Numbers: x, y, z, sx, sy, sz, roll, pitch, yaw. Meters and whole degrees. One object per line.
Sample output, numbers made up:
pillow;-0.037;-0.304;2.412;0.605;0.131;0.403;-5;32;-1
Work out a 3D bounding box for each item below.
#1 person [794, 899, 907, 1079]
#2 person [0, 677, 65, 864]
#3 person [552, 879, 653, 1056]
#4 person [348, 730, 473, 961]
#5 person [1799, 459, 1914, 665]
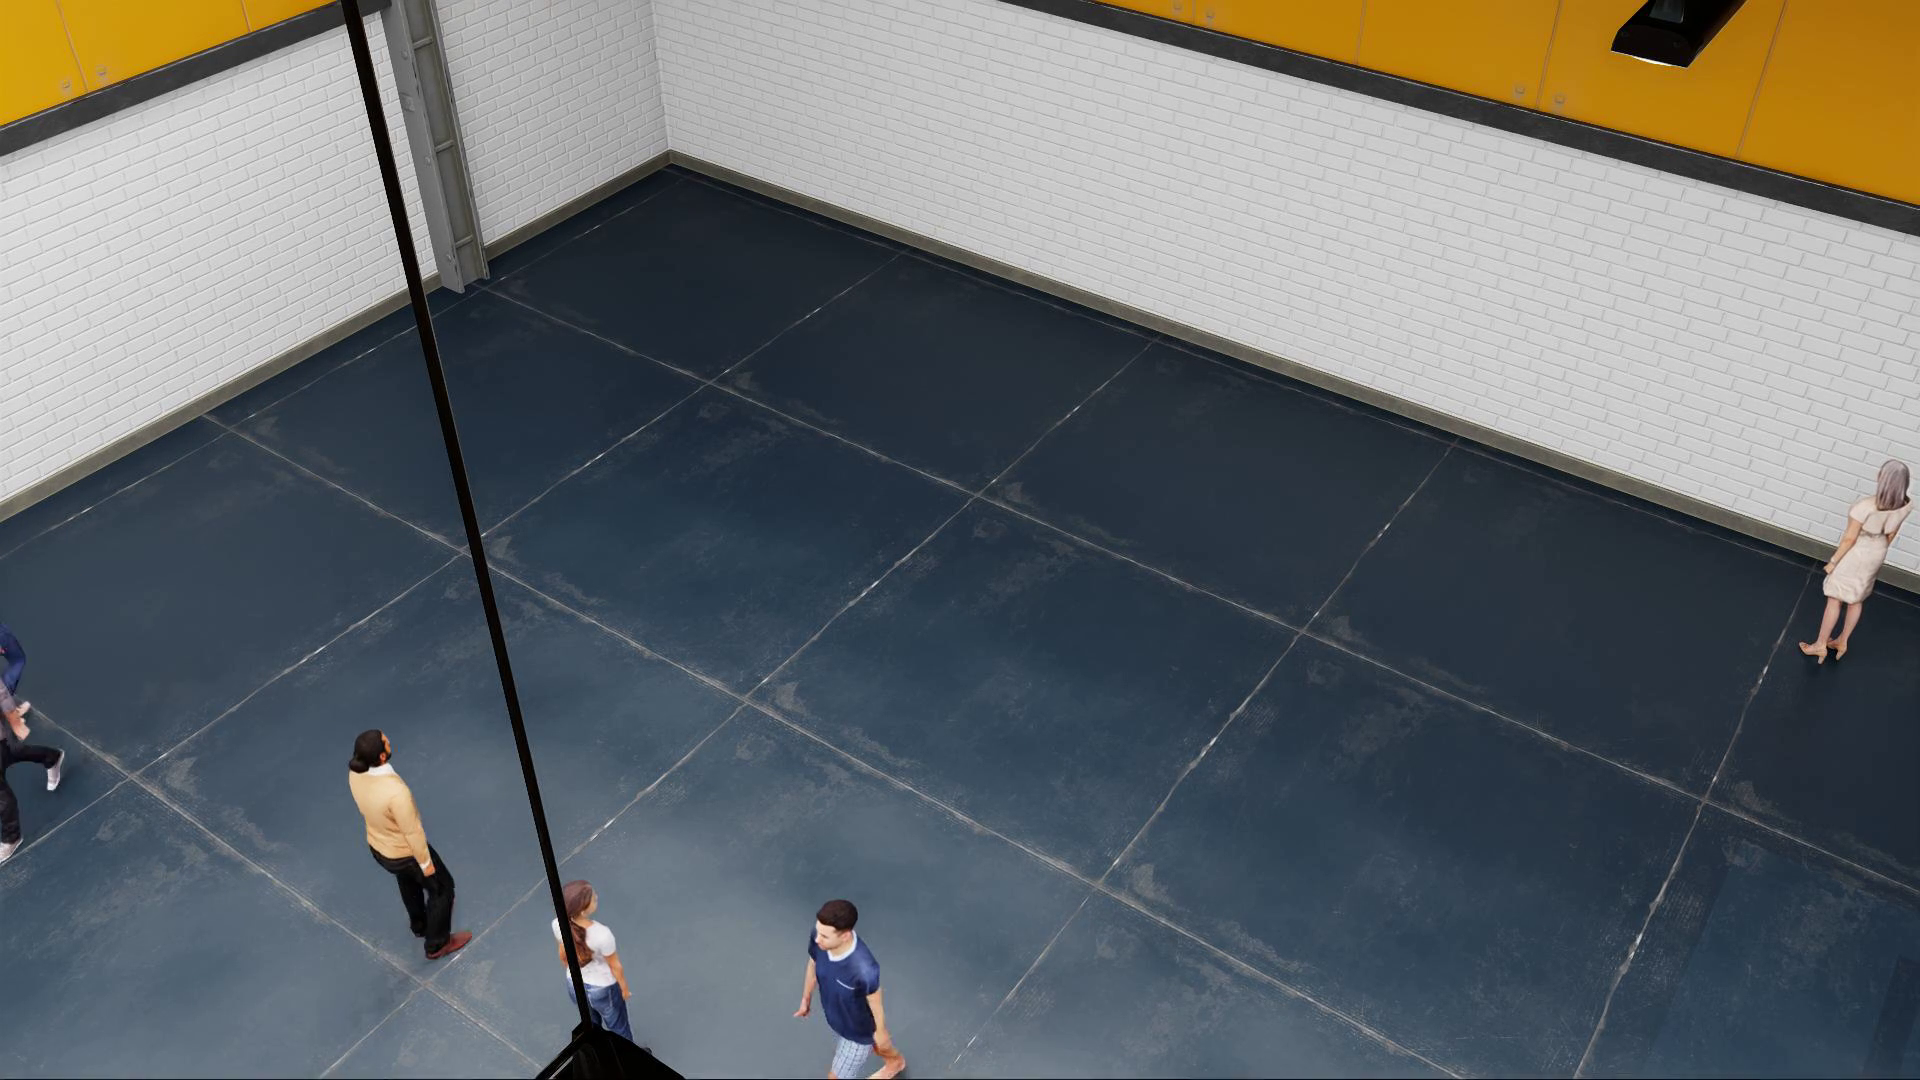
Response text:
person;-0.526;2.505;8.935;1.225;1.795;0.858;-26;45;-29
person;-6.207;1.131;10.632;0.940;1.824;1.232;10;40;12
person;-2.018;2.446;9.195;0.597;1.563;0.600;13;40;15
person;-3.333;1.829;9.819;0.696;1.748;0.627;25;45;28
person;6.438;0.161;11.919;0.687;1.735;0.747;-6;39;-8
